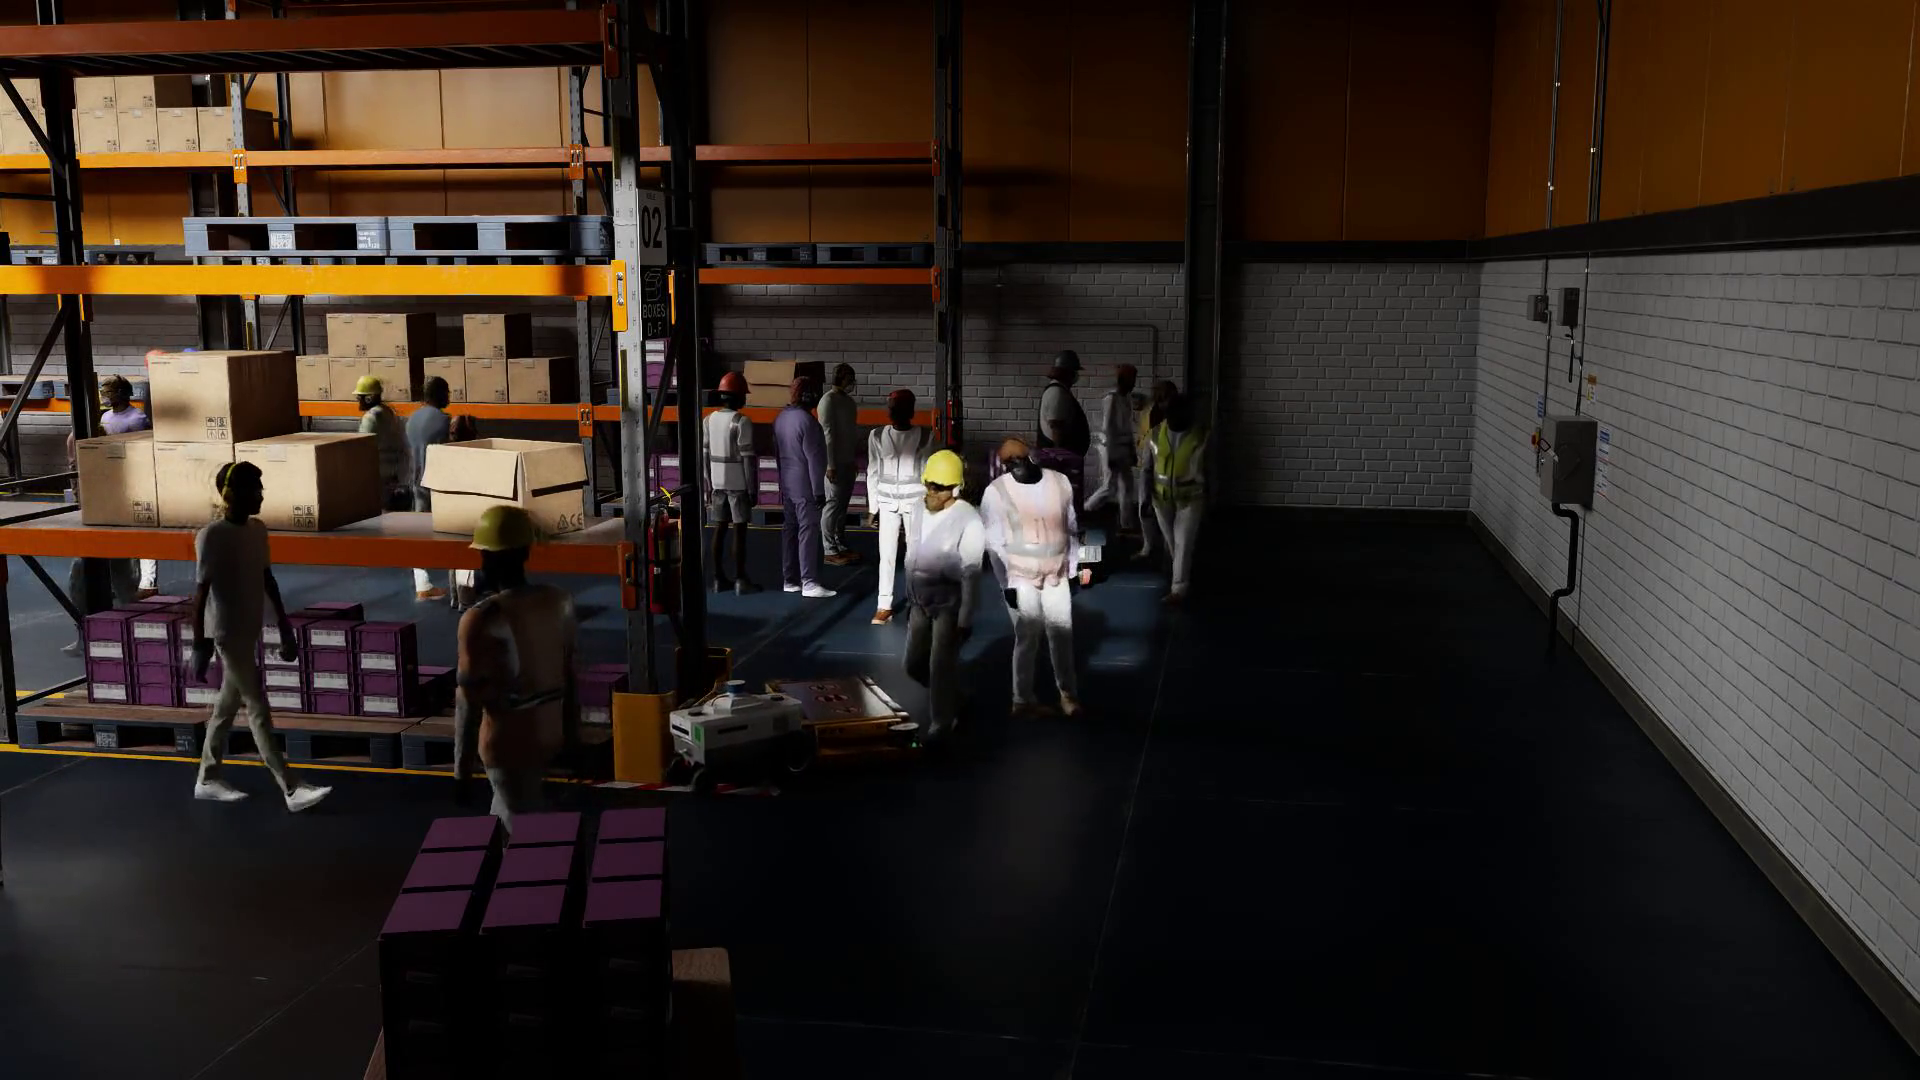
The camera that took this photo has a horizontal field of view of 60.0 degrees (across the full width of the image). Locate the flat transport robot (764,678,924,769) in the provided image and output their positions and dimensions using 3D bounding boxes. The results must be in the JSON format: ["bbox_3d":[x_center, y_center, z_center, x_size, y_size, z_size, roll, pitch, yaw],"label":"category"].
[{"bbox_3d":[-0.734,1.060,9.983,0.652,0.197,1.431,-3,10,-18],"label":"flat transport robot"}]

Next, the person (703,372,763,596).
[{"bbox_3d":[-1.965,-0.489,14.445,0.551,1.932,0.376,6,11,35],"label":"person"}]

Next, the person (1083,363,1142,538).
[{"bbox_3d":[1.543,-0.929,17.425,0.713,1.860,0.596,5,10,29],"label":"person"}]

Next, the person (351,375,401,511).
[{"bbox_3d":[-5.681,-0.672,15.966,0.654,1.807,0.622,0,9,-1],"label":"person"}]

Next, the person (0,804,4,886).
[{"bbox_3d":[-4.550,0.656,7.361,0.371,1.925,0.595,4,10,21],"label":"person"}]

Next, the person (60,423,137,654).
[{"bbox_3d":[-6.326,-0.009,12.127,0.663,1.720,0.502,1,9,7],"label":"person"}]

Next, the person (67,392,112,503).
[{"bbox_3d":[-7.416,-0.399,14.412,0.311,1.769,0.533,7,12,37],"label":"person"}]

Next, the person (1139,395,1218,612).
[{"bbox_3d":[1.828,-0.322,13.940,0.625,1.782,1.034,4,10,23],"label":"person"}]

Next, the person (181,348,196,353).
[{"bbox_3d":[-8.645,-1.199,18.845,0.627,1.942,0.450,-4,10,-25],"label":"person"}]

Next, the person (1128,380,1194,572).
[{"bbox_3d":[1.885,-0.591,15.496,0.466,1.803,0.680,-9,13,-43],"label":"person"}]

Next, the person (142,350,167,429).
[{"bbox_3d":[-8.763,-1.156,18.578,0.565,1.948,0.673,5,10,27],"label":"person"}]

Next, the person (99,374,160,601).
[{"bbox_3d":[-7.075,-0.438,14.115,0.636,1.938,0.358,6,11,33],"label":"person"}]

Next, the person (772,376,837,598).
[{"bbox_3d":[-1.336,-0.458,14.337,0.409,1.910,0.640,-7,11,-36],"label":"person"}]

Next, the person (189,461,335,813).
[{"bbox_3d":[-3.651,0.506,8.626,0.953,1.822,0.549,2,9,10],"label":"person"}]

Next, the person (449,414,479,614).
[{"bbox_3d":[-4.069,-0.216,13.671,0.310,1.637,0.523,-5,10,-28],"label":"person"}]

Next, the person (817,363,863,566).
[{"bbox_3d":[-1.145,-0.730,15.945,0.373,1.935,0.627,3,10,17],"label":"person"}]

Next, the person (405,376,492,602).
[{"bbox_3d":[-4.369,-0.448,14.255,0.642,1.909,0.826,7,11,36],"label":"person"}]

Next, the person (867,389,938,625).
[{"bbox_3d":[-0.454,-0.254,13.147,0.575,1.882,0.361,2,9,11],"label":"person"}]

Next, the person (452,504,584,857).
[{"bbox_3d":[-1.716,0.797,6.620,0.953,1.892,0.598,5,10,26],"label":"person"}]

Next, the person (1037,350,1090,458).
[{"bbox_3d":[1.039,-0.907,16.713,0.536,2.000,0.699,1,9,4],"label":"person"}]

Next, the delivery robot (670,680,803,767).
[{"bbox_3d":[-1.223,1.011,9.116,0.707,0.478,0.477,-7,12,-37],"label":"delivery robot"}]

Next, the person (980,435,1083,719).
[{"bbox_3d":[0.457,0.236,10.397,0.653,1.800,0.437,-4,10,-24],"label":"person"}]

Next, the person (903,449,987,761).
[{"bbox_3d":[-0.075,0.365,9.537,0.511,1.809,0.618,-7,12,-38],"label":"person"}]
